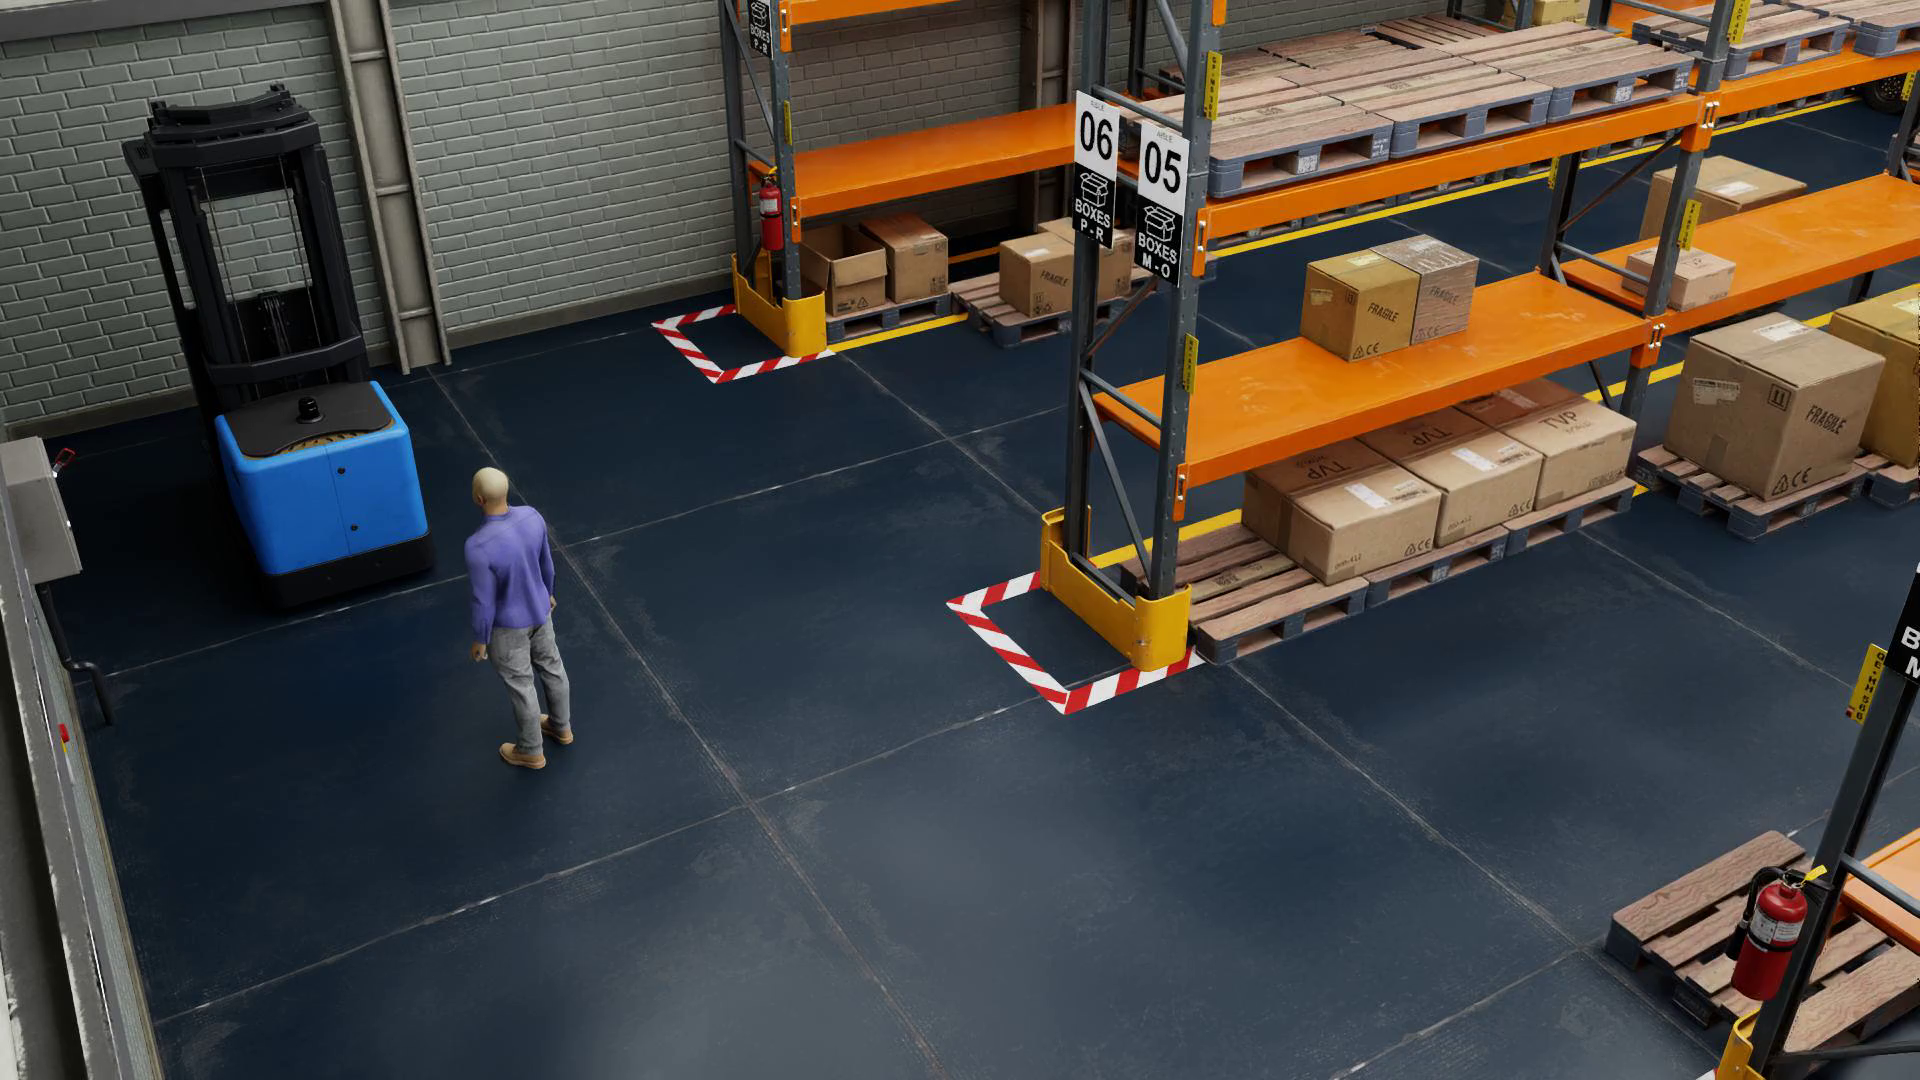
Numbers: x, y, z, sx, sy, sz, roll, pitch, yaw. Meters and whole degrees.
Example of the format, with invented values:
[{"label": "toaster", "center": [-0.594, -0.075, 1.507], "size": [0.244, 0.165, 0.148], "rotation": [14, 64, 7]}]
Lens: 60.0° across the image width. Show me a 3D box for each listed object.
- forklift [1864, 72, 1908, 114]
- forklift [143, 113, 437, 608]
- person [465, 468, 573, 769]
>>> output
[{"label": "forklift", "center": [11.468, -5.645, 18.244], "size": [1.214, 2.155, 2.313], "rotation": [-17, 36, -26]}, {"label": "forklift", "center": [-4.289, -1.259, 10.509], "size": [1.129, 2.768, 1.873], "rotation": [-17, 36, -26]}, {"label": "person", "center": [-2.335, 0.423, 8.802], "size": [0.399, 1.800, 0.595], "rotation": [19, 36, 27]}]
